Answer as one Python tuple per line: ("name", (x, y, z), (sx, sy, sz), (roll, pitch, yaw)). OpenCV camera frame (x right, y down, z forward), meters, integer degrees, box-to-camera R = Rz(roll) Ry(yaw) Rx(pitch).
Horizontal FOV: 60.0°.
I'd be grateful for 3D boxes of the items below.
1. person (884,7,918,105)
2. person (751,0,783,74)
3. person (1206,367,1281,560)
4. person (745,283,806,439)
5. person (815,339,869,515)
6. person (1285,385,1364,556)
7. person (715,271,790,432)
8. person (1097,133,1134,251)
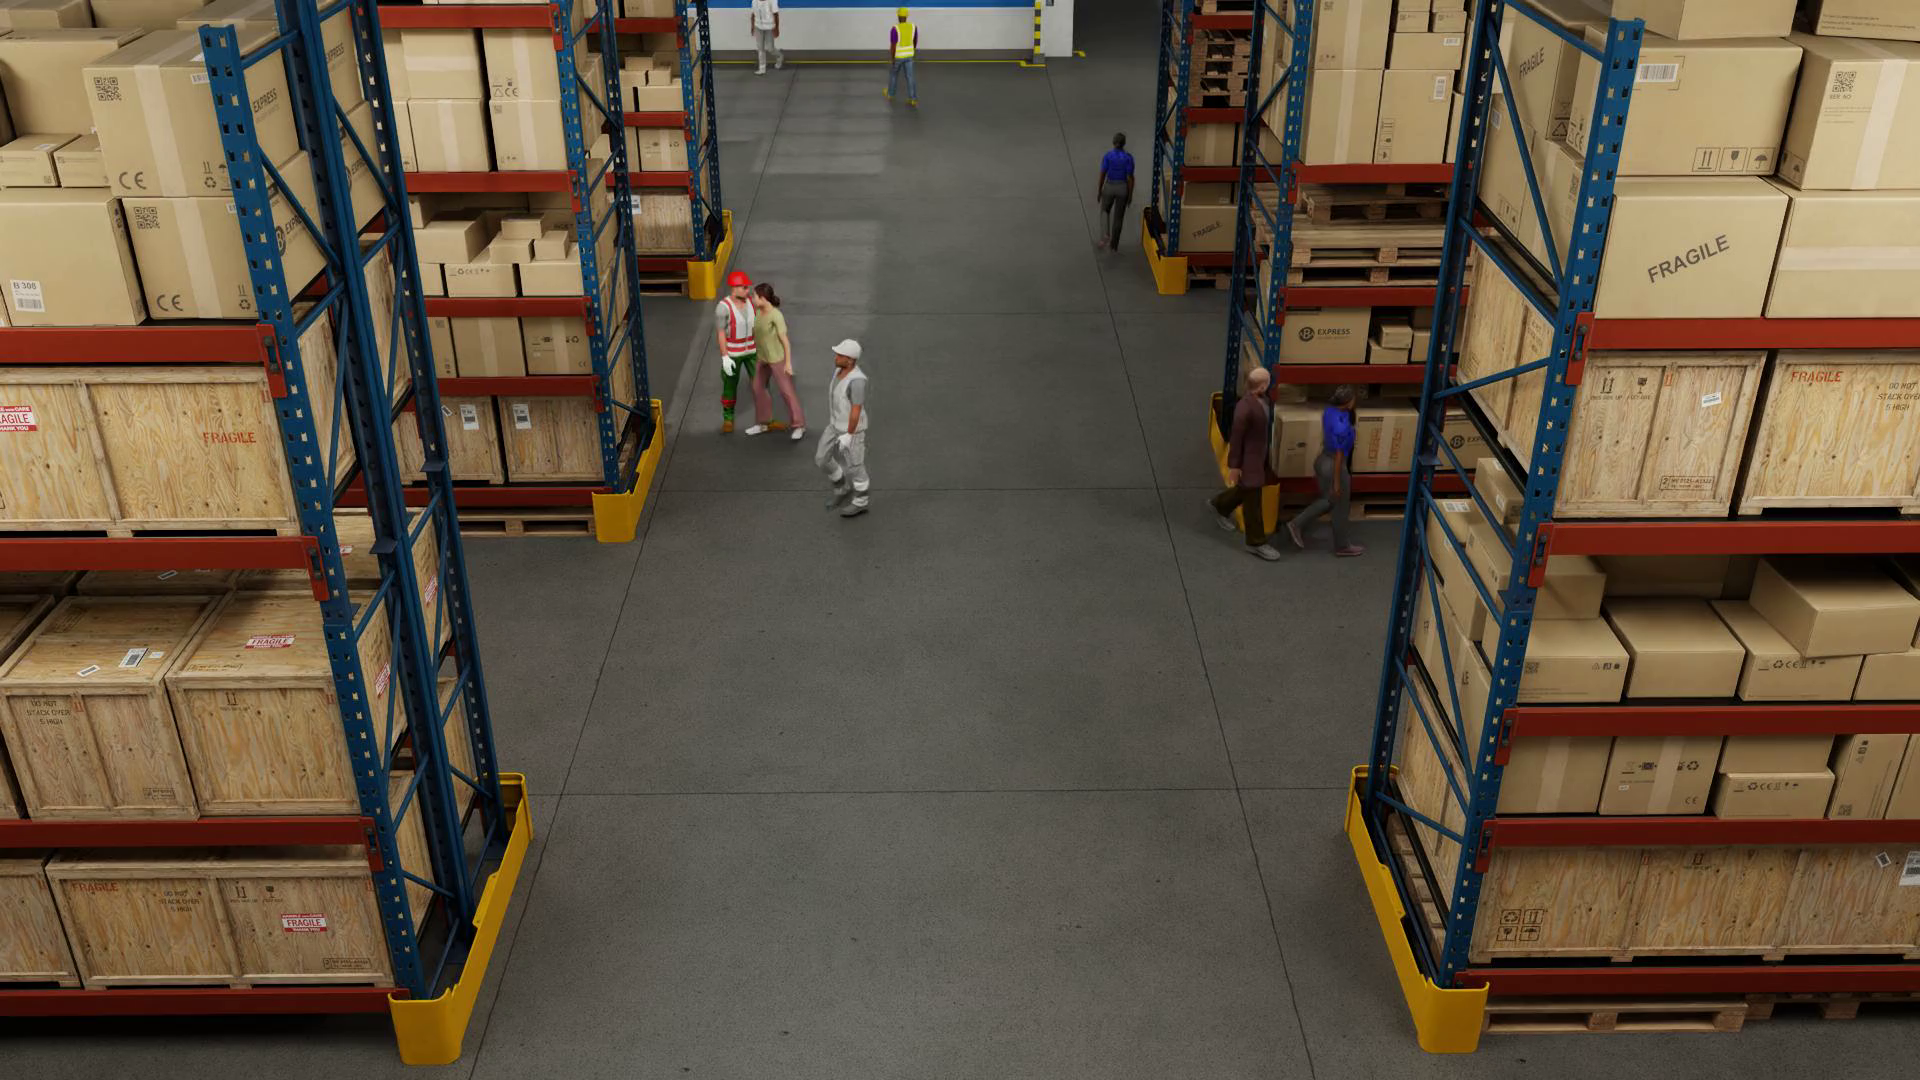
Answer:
("person", (-1.068, -8.894, 30.464), (0.592, 1.728, 1.001), (-13, 31, -23))
("person", (-3.807, -10.069, 32.631), (0.638, 1.760, 0.727), (10, 30, 19))
("person", (2.670, -0.710, 15.341), (0.890, 1.637, 0.631), (15, 32, 25))
("person", (-1.990, -1.888, 17.525), (0.718, 1.682, 0.496), (25, 37, 38))
("person", (-1.111, -1.053, 15.792), (0.467, 1.778, 0.524), (-16, 32, -28))
("person", (3.404, -0.644, 15.234), (0.711, 1.634, 0.586), (-5, 29, -9))
("person", (-2.253, -1.967, 17.519), (0.632, 1.779, 0.655), (-18, 33, -30))
("person", (2.133, -4.761, 22.843), (0.494, 1.659, 0.494), (3, 28, 6))
